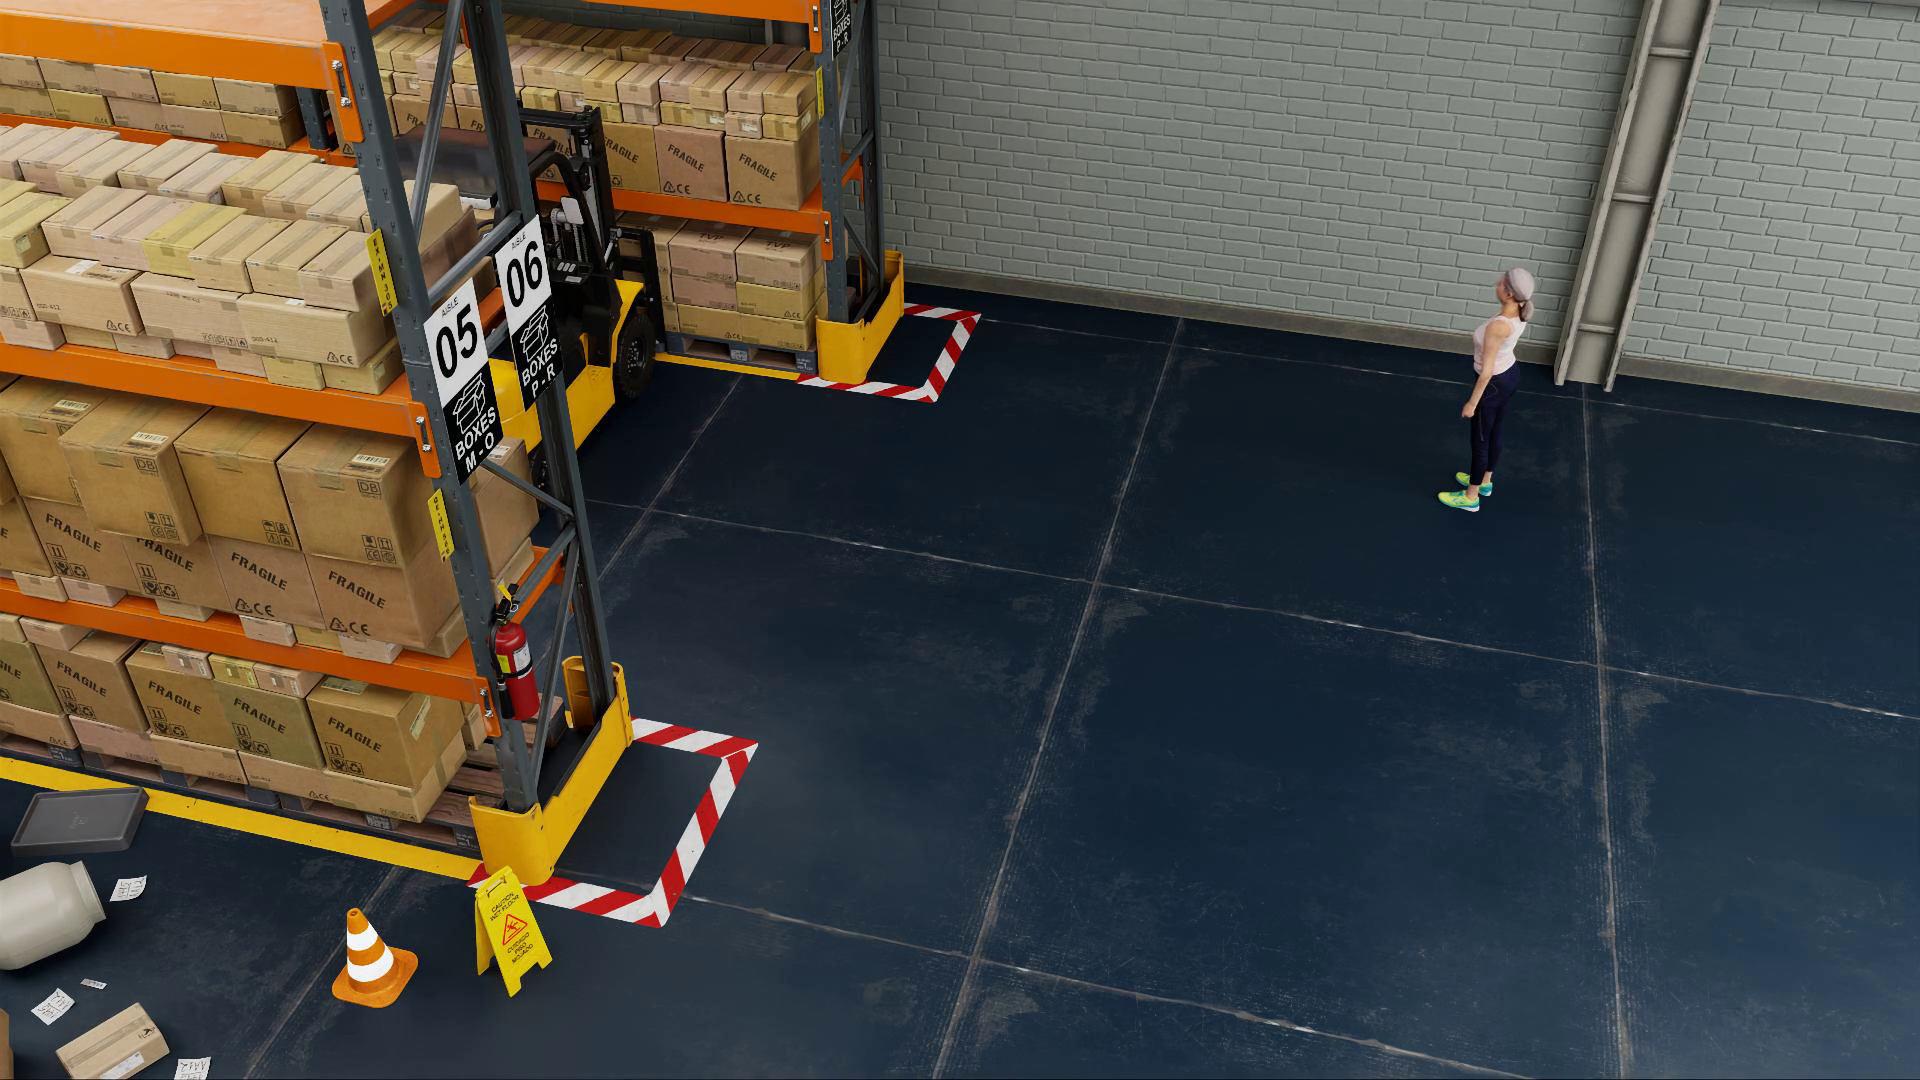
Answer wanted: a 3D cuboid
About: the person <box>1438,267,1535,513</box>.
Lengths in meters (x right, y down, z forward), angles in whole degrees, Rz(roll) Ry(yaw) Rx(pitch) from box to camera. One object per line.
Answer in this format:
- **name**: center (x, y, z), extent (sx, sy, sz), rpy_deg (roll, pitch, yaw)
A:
- **person**: center (3.387, -0.959, 10.539), extent (0.655, 1.703, 0.667), rpy_deg (25, 44, 29)
